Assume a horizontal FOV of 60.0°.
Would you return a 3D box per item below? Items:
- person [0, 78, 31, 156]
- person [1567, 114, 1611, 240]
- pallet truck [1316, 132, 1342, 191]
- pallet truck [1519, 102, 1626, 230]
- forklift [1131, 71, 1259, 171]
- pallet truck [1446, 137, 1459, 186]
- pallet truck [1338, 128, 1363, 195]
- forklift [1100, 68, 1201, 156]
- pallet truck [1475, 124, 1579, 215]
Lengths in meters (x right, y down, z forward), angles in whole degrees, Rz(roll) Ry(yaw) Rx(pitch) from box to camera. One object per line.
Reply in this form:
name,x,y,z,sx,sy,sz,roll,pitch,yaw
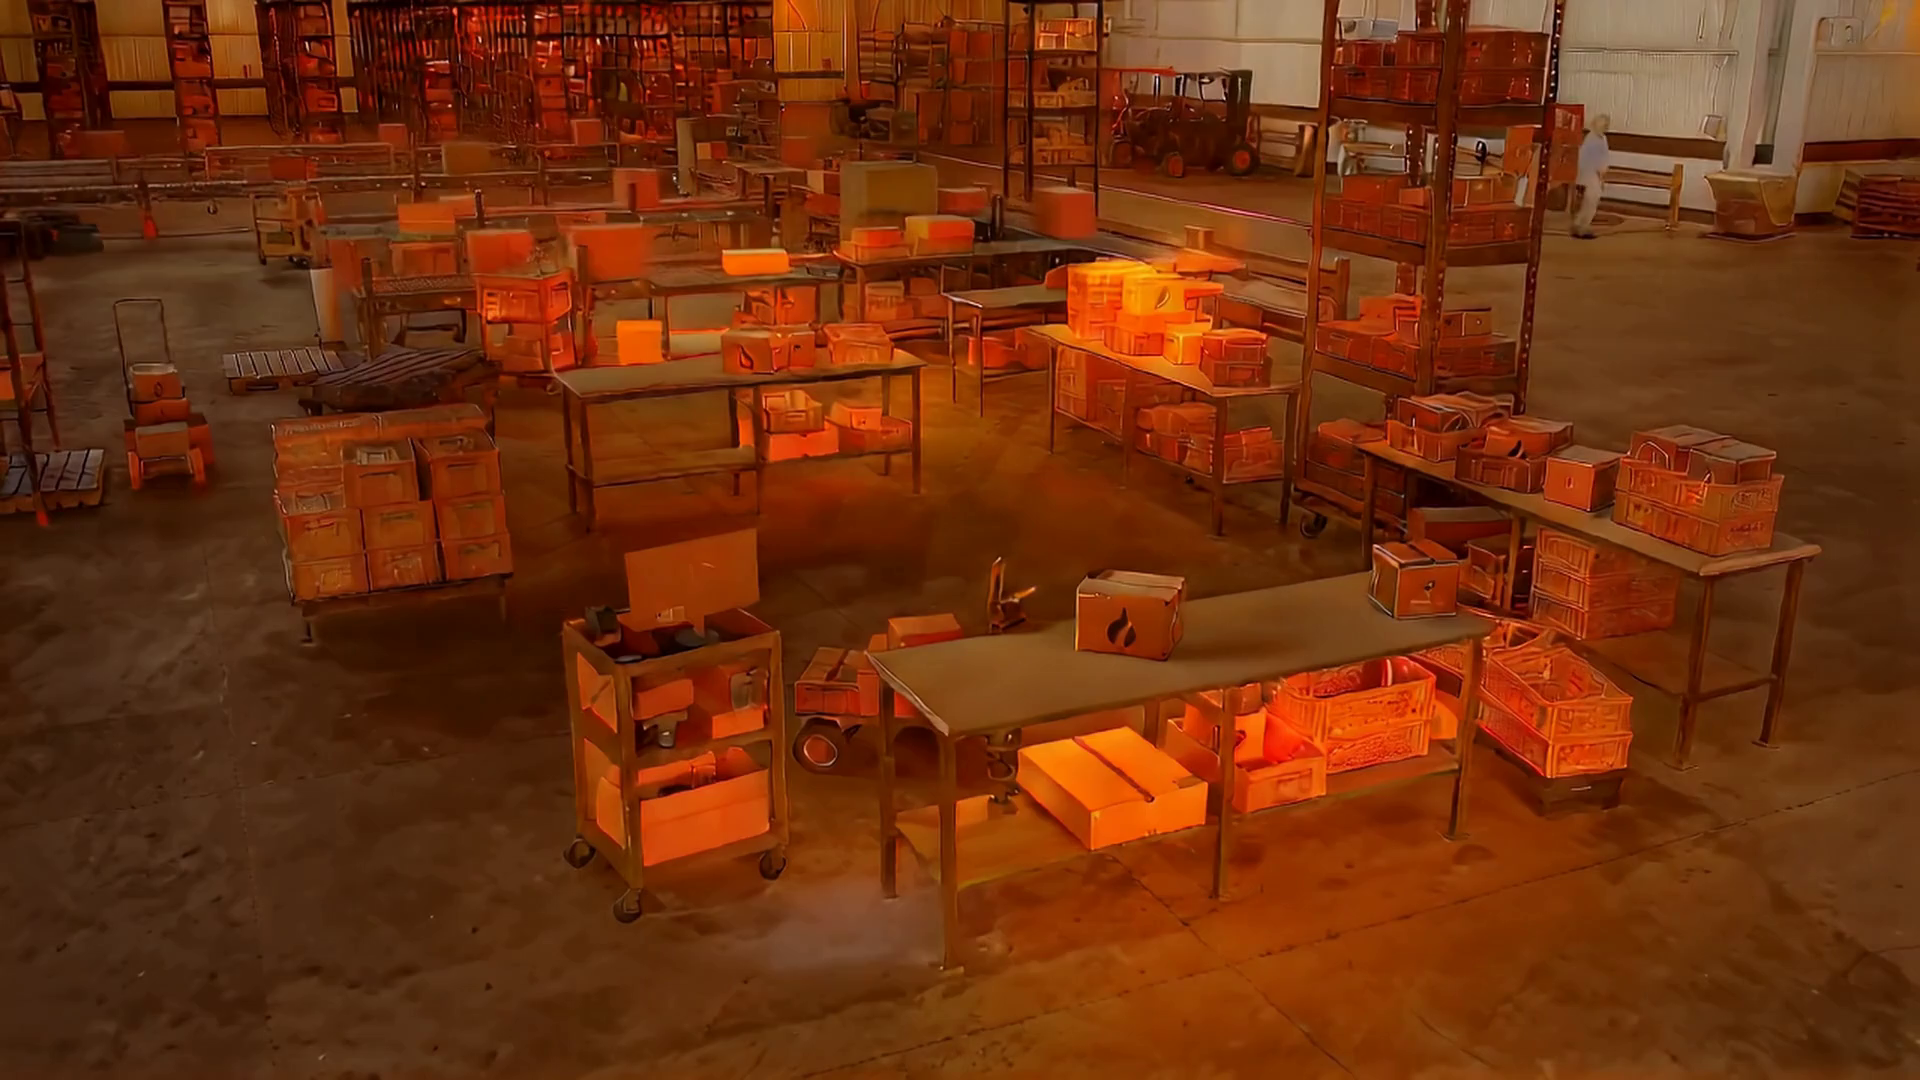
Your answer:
person,-22.979,-10.253,40.335,0.594,1.832,0.404,-1,18,-5
person,9.665,-5.518,25.338,0.424,1.886,0.645,13,22,35
pallet truck,7.723,-7.504,32.656,1.601,1.201,0.680,-8,19,-23
pallet truck,9.972,-6.037,26.785,1.885,1.965,0.823,-9,20,-25
forklift,4.998,-8.936,35.413,2.680,1.987,1.157,-9,20,-25
pallet truck,9.184,-6.485,29.328,1.630,1.274,0.653,-8,19,-23
pallet truck,7.845,-7.140,31.411,1.522,1.261,0.704,-9,20,-25
forklift,4.082,-9.564,37.410,2.680,1.987,1.157,-8,19,-23
pallet truck,9.707,-6.455,28.103,1.885,1.965,0.823,-7,19,-20
